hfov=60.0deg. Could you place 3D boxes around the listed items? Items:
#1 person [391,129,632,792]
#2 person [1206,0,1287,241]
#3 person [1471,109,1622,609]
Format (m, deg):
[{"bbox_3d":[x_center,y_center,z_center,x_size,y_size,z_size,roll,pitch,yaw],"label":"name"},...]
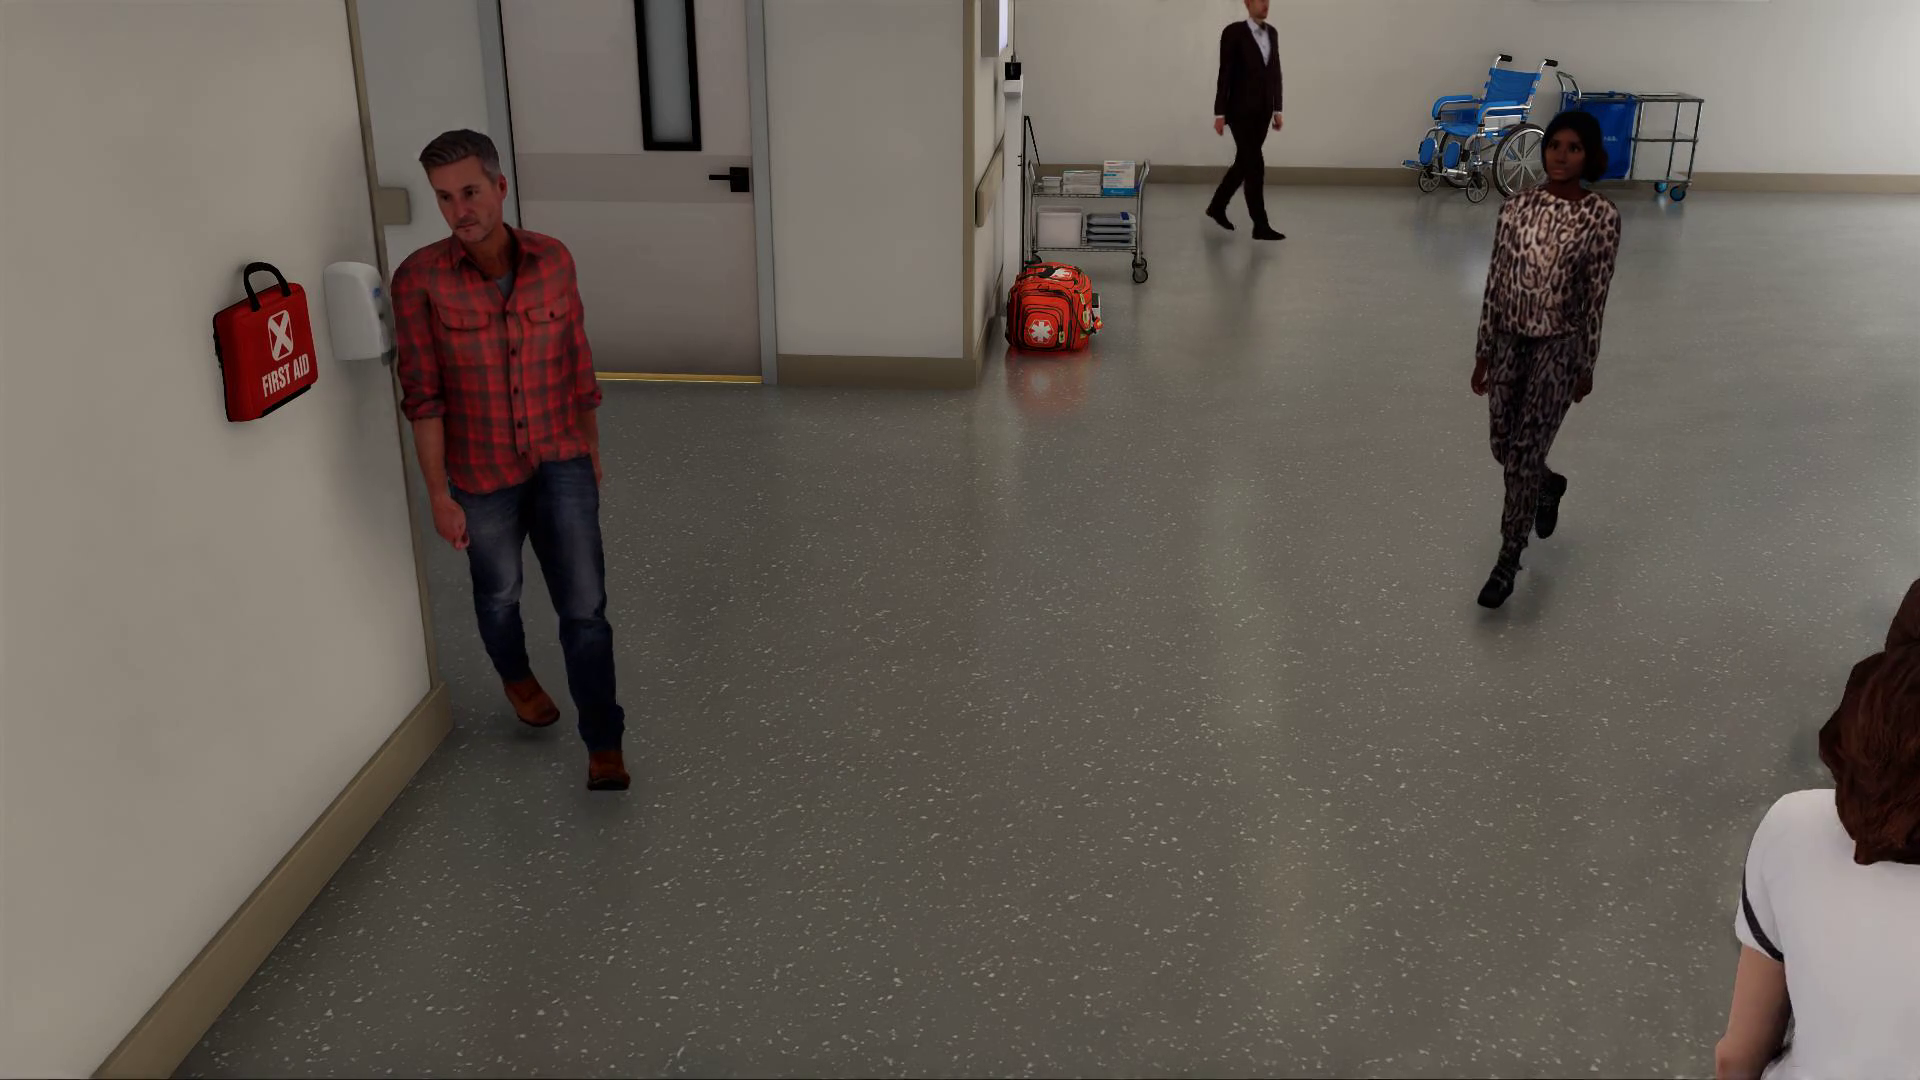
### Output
[{"bbox_3d":[-1.267,-0.176,4.625,1.143,1.708,1.331,-12,24,-28],"label":"person"},{"bbox_3d":[2.099,-3.176,12.370,1.151,1.832,1.271,-13,24,-31],"label":"person"},{"bbox_3d":[2.061,-0.642,5.881,0.974,1.688,1.129,17,27,38],"label":"person"}]
